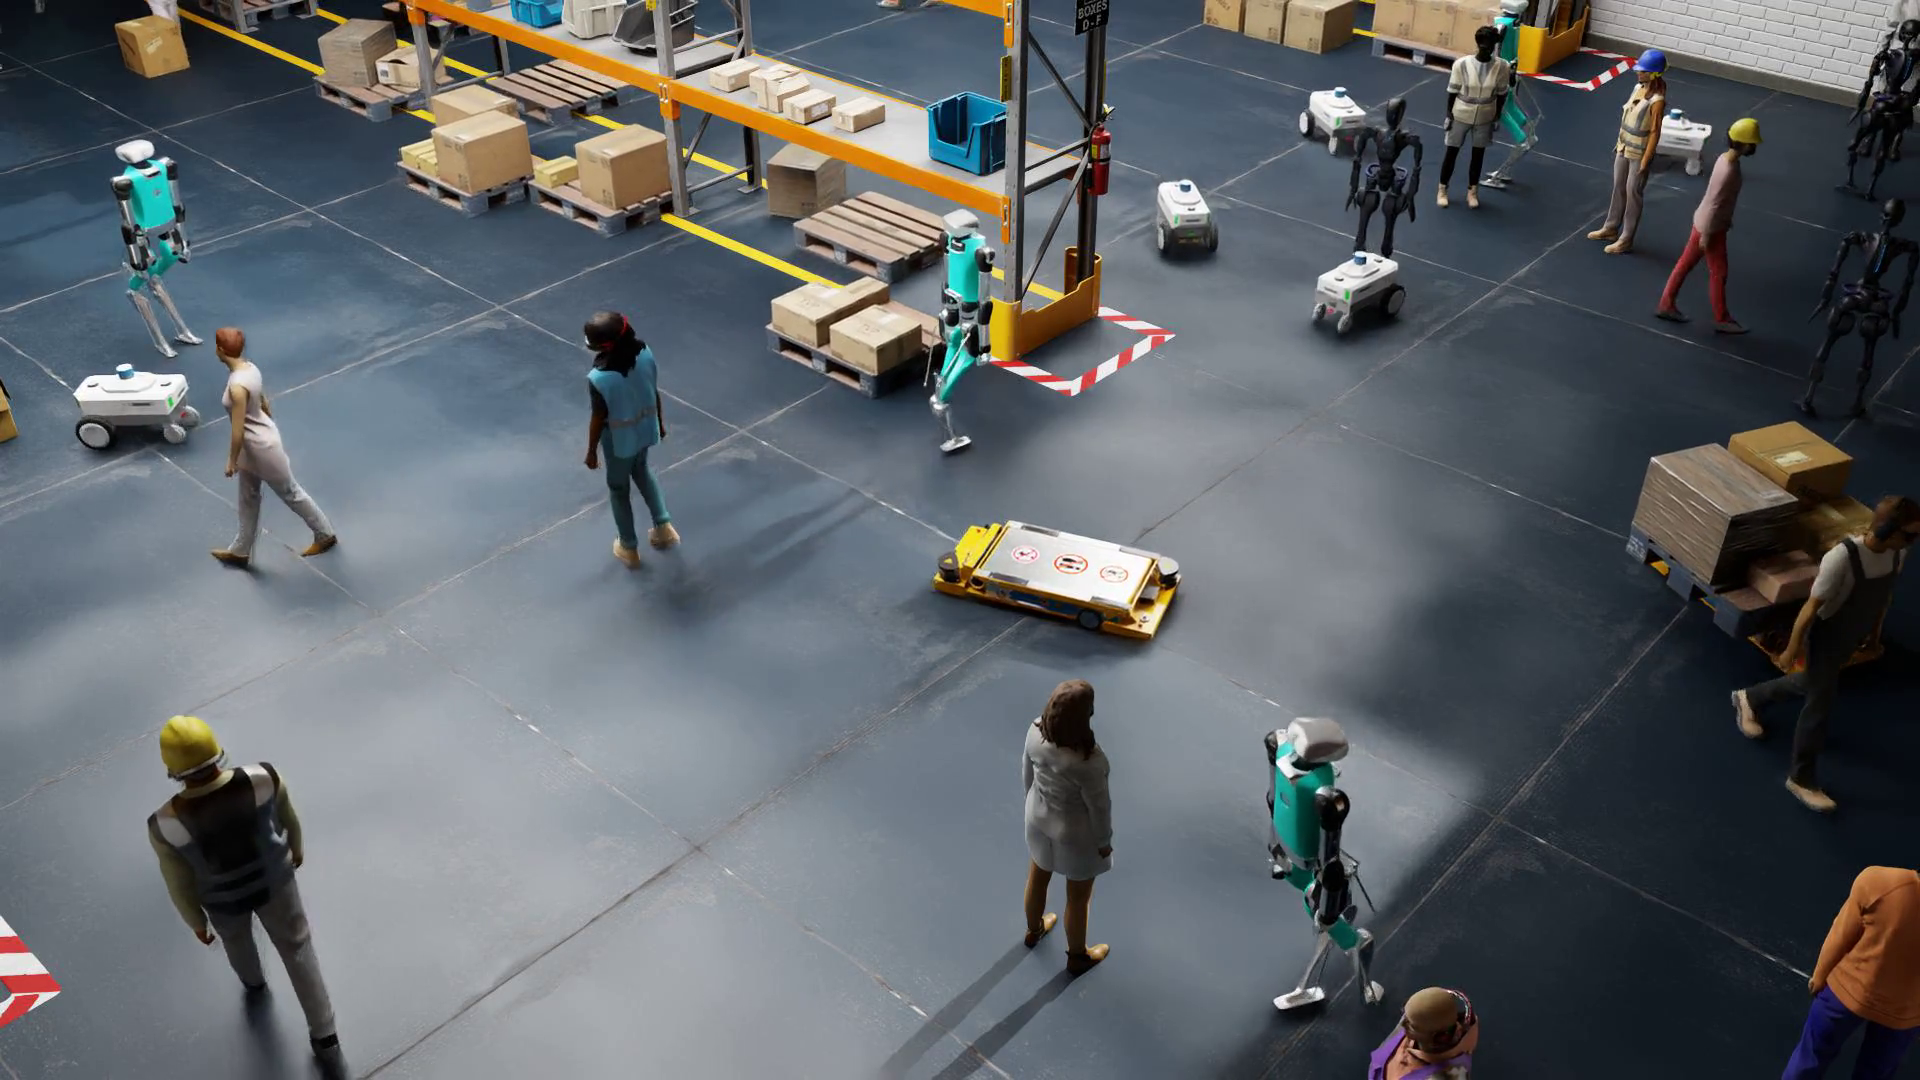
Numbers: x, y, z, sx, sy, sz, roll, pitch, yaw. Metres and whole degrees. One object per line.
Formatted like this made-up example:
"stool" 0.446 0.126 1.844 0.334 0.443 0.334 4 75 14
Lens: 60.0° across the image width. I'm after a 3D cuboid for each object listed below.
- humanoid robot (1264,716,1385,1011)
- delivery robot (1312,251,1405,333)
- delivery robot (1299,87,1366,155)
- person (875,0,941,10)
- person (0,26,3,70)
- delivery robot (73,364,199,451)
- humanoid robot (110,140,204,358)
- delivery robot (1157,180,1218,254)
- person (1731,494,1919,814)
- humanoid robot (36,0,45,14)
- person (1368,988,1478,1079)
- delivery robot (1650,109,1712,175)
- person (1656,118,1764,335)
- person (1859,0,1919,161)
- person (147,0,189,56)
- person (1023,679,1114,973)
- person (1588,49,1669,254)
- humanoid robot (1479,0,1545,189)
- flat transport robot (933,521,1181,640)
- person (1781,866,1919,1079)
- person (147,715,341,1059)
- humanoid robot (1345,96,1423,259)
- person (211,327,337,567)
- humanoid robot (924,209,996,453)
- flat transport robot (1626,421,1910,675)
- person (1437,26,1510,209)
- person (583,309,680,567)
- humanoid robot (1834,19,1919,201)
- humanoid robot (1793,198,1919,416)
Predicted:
"humanoid robot" 1.708 1.495 7.434 0.791 1.886 0.531 -12 36 -17
"delivery robot" 3.244 -2.057 13.554 0.811 0.613 0.499 -27 43 -33
"delivery robot" 3.777 -4.242 16.716 0.499 0.608 0.811 -8 35 -11
"person" -0.651 -7.294 20.103 0.903 1.713 0.488 -3 35 -5
"person" -10.753 -5.861 18.004 0.389 1.735 0.588 20 39 26
"delivery robot" -5.964 -0.979 11.983 0.788 0.601 0.499 -1 35 -1
"humanoid robot" -6.241 -2.238 12.752 0.744 1.779 0.534 17 38 23
"delivery robot" 1.982 -2.897 14.748 0.499 0.586 0.772 -4 35 -5
"person" 4.551 0.495 8.752 0.583 1.803 0.829 -14 37 -20
"humanoid robot" -11.385 -7.302 20.148 0.543 1.769 1.036 -13 37 -19
"person" 1.680 2.277 6.256 0.342 1.692 0.494 -3 35 -5
"delivery robot" 6.887 -3.889 16.208 0.814 0.612 0.499 14 37 20
"person" 6.051 -2.455 13.065 0.800 1.733 0.546 13 37 18
"person" 9.154 -4.633 16.072 0.547 1.924 0.387 13 37 19
"person" -9.014 -6.389 18.666 0.662 1.872 0.825 -29 44 -35
"person" 0.503 1.309 7.688 0.480 1.659 0.338 27 43 33
"person" 5.789 -3.340 14.319 0.322 1.776 0.481 -6 35 -8
"humanoid robot" 5.185 -4.120 15.430 0.687 1.730 0.530 22 40 29
"flat transport robot" 0.615 0.226 10.483 1.431 0.231 0.659 13 37 18
"person" 3.705 1.813 6.689 0.517 1.974 0.406 18 38 24
"person" -3.128 1.506 7.284 0.578 1.798 0.902 -21 40 -27
"humanoid robot" 3.519 -2.900 13.795 0.593 1.648 0.505 14 37 19
"person" -4.456 -0.569 10.448 0.778 1.602 0.407 -14 37 -20
"humanoid robot" -0.100 -1.356 11.517 0.702 1.820 0.588 -21 40 -28
"flat transport robot" 4.953 0.322 10.344 0.659 0.231 1.431 -12 36 -17
"person" 4.661 -3.842 15.124 0.533 1.692 0.320 3 35 4
"person" -2.065 -0.635 10.338 0.450 1.844 0.555 25 42 31
"humanoid robot" 8.530 -3.959 15.307 0.605 1.643 0.370 -2 35 -2
"humanoid robot" 6.485 -1.653 11.973 0.610 1.637 0.394 10 36 15
